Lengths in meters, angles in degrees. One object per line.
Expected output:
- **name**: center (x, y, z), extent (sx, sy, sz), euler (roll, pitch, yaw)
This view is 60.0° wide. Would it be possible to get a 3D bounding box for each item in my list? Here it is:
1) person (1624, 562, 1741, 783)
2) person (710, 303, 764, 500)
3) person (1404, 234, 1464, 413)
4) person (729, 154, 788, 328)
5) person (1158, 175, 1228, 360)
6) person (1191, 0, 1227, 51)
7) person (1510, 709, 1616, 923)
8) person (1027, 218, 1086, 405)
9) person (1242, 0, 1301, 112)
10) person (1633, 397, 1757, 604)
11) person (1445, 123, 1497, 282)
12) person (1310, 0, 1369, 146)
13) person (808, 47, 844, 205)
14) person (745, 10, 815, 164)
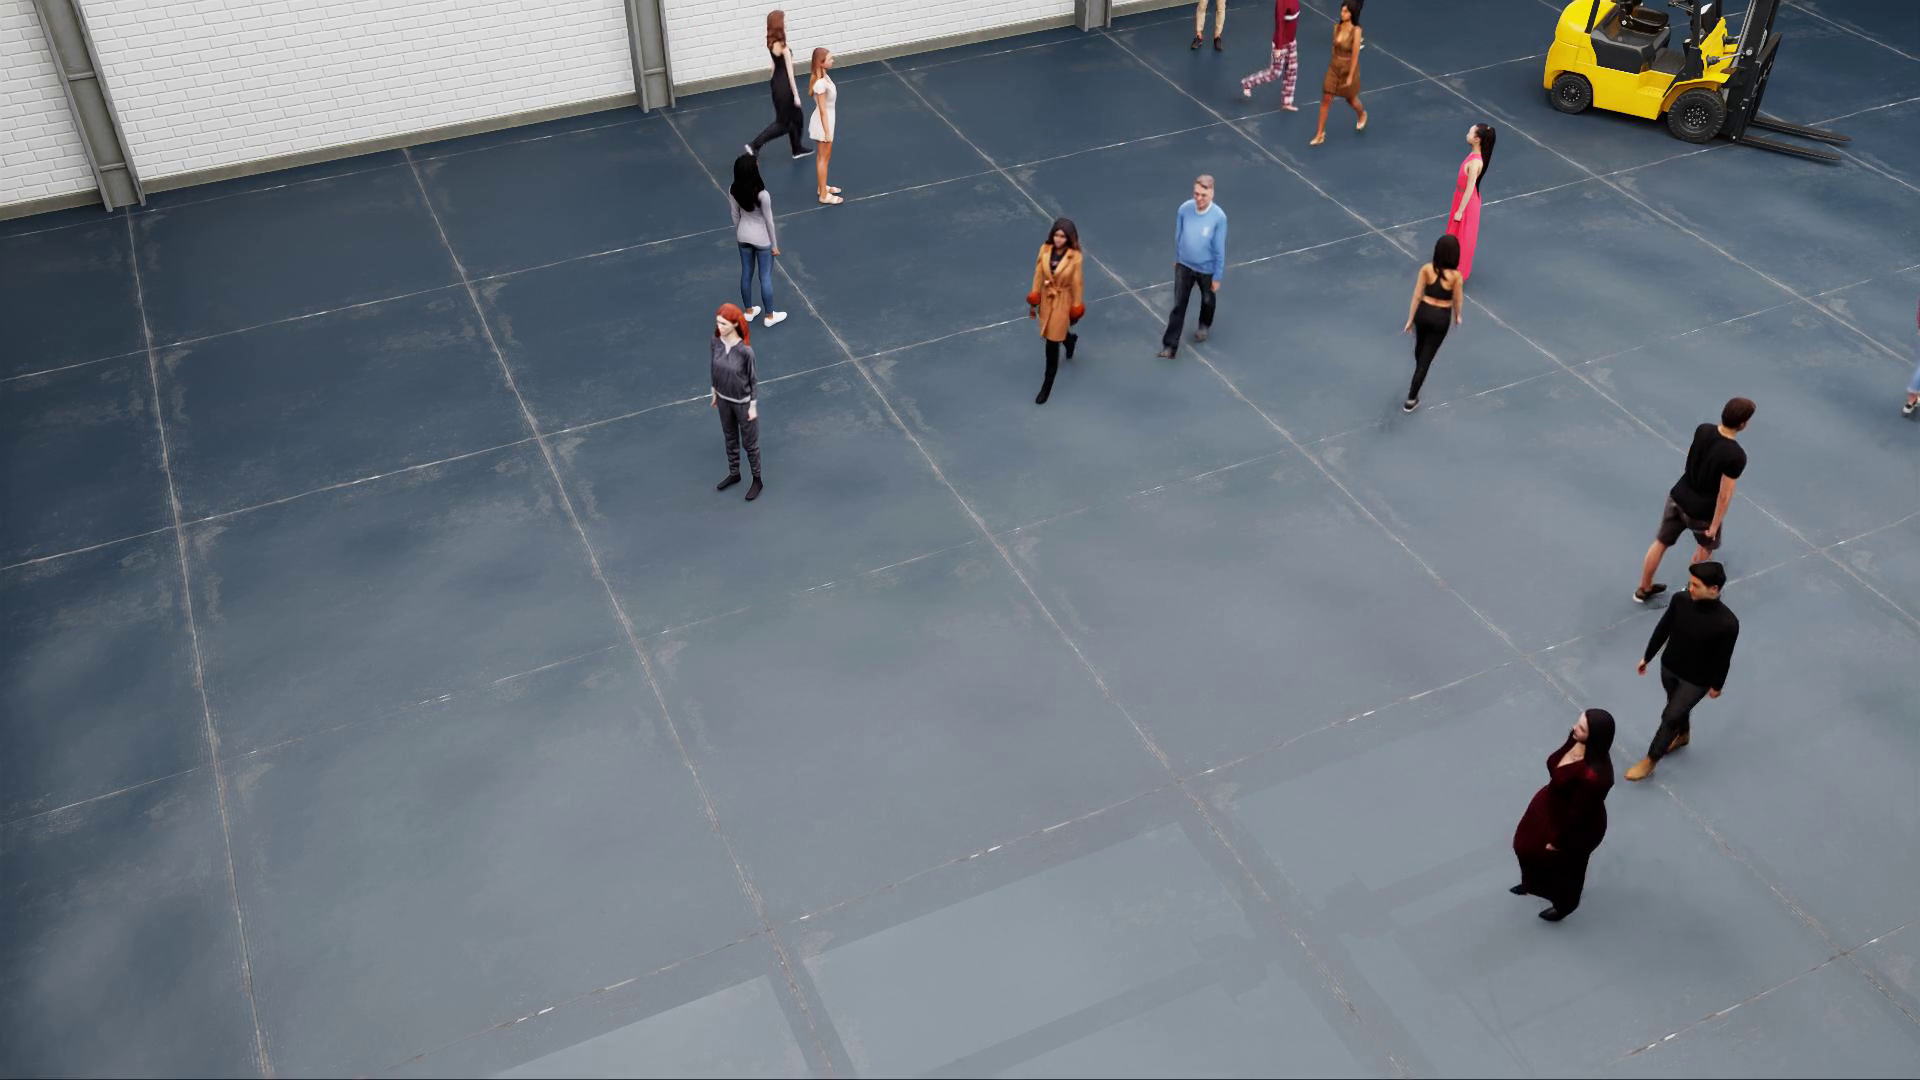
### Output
- **person**: center (4.941, 0.819, 11.167), extent (0.925, 1.690, 0.674), euler (-18, 42, -21)
- **person**: center (-1.823, -1.142, 13.550), extent (0.651, 1.780, 0.680), euler (19, 42, 22)
- **person**: center (4.112, -1.875, 14.602), extent (0.903, 1.612, 1.091), euler (22, 44, 26)
- **person**: center (-1.943, -2.827, 15.695), extent (0.688, 1.736, 0.723), euler (18, 42, 21)
- **person**: center (2.241, -2.573, 15.360), extent (1.168, 1.758, 1.288), euler (17, 42, 20)
- **person**: center (3.219, -7.143, 21.000), extent (0.659, 1.859, 0.767), euler (6, 39, 7)
- **person**: center (3.791, 1.678, 10.049), extent (0.806, 1.743, 0.778), euler (-1, 39, -2)
- **person**: center (0.881, -2.097, 14.811), extent (1.009, 1.699, 1.174), euler (22, 44, 25)
- **person**: center (3.739, -5.890, 19.575), extent (0.992, 1.682, 1.007), euler (21, 43, 24)
- **person**: center (5.403, -0.252, 12.393), extent (0.914, 1.833, 0.709), euler (-19, 42, -23)
- **person**: center (4.943, -3.262, 16.247), extent (0.765, 1.728, 0.708), euler (12, 40, 15)
- **person**: center (4.406, -5.290, 18.843), extent (1.118, 1.656, 0.763), euler (-29, 47, -31)
- **person**: center (-1.461, -4.435, 17.741), extent (0.660, 1.696, 0.644), euler (-3, 39, -3)
- **person**: center (-2.035, -4.958, 18.371), extent (1.032, 1.727, 0.563), euler (-17, 42, -20)
